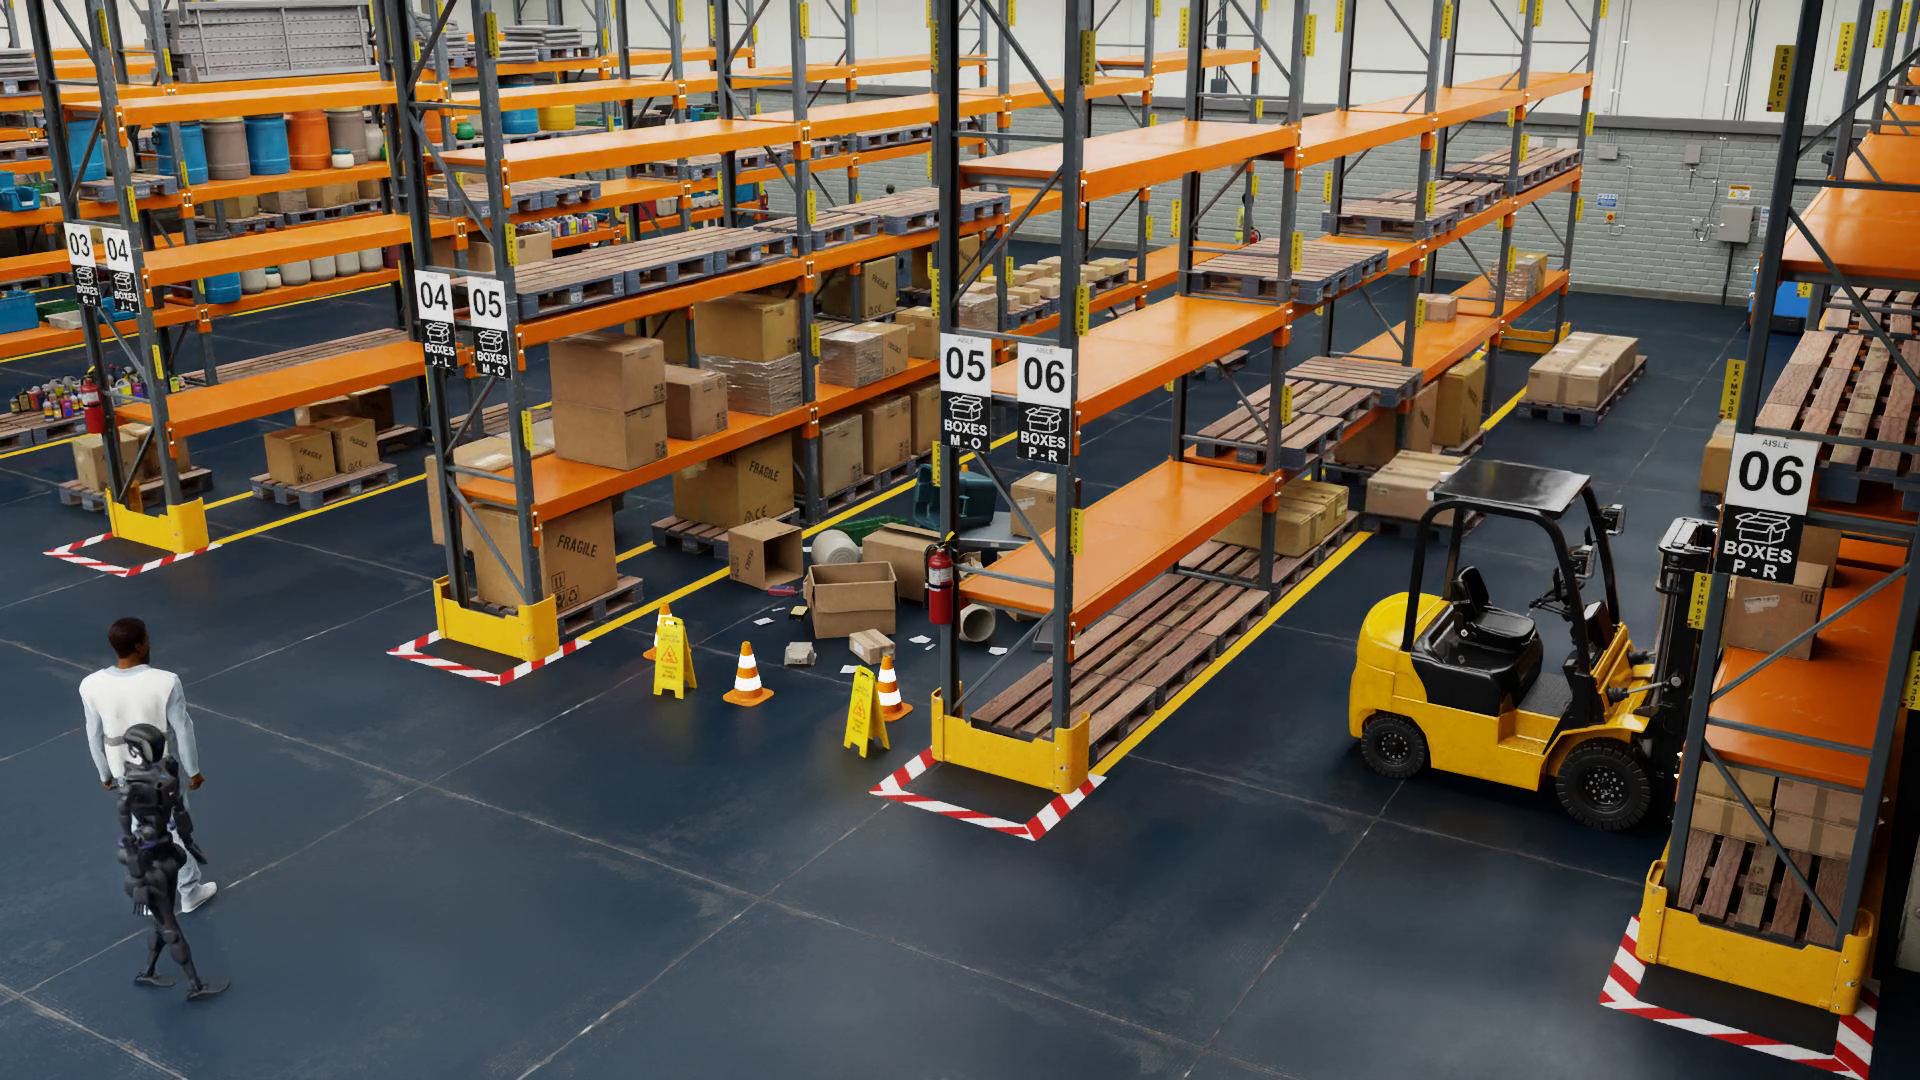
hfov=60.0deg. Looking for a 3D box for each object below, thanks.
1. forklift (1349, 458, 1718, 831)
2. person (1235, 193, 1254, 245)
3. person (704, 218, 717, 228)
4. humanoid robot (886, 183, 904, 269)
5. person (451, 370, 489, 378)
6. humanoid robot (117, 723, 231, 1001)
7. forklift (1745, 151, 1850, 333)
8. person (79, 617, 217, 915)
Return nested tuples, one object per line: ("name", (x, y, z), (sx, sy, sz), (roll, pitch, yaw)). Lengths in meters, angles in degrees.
("forklift", (3.988, 0.658, 11.776), (2.313, 2.155, 1.214), (11, 22, 29))
("person", (5.194, -5.514, 30.385), (0.321, 1.686, 0.537), (-2, 19, -6))
("person", (-5.237, -7.062, 34.863), (0.491, 1.688, 0.347), (-6, 20, -17))
("humanoid robot", (-1.324, -5.955, 31.700), (0.594, 1.641, 0.583), (-10, 21, -26))
("person", (-6.946, -3.108, 23.324), (0.539, 1.748, 0.538), (12, 23, 32))
("humanoid robot", (-4.447, 1.790, 9.325), (0.646, 1.639, 0.588), (2, 19, 5))
("forklift", (13.620, -4.667, 26.137), (1.873, 2.768, 1.129), (11, 22, 29))
("person", (-4.930, 1.384, 10.093), (0.595, 1.916, 0.375), (-2, 19, -4))
